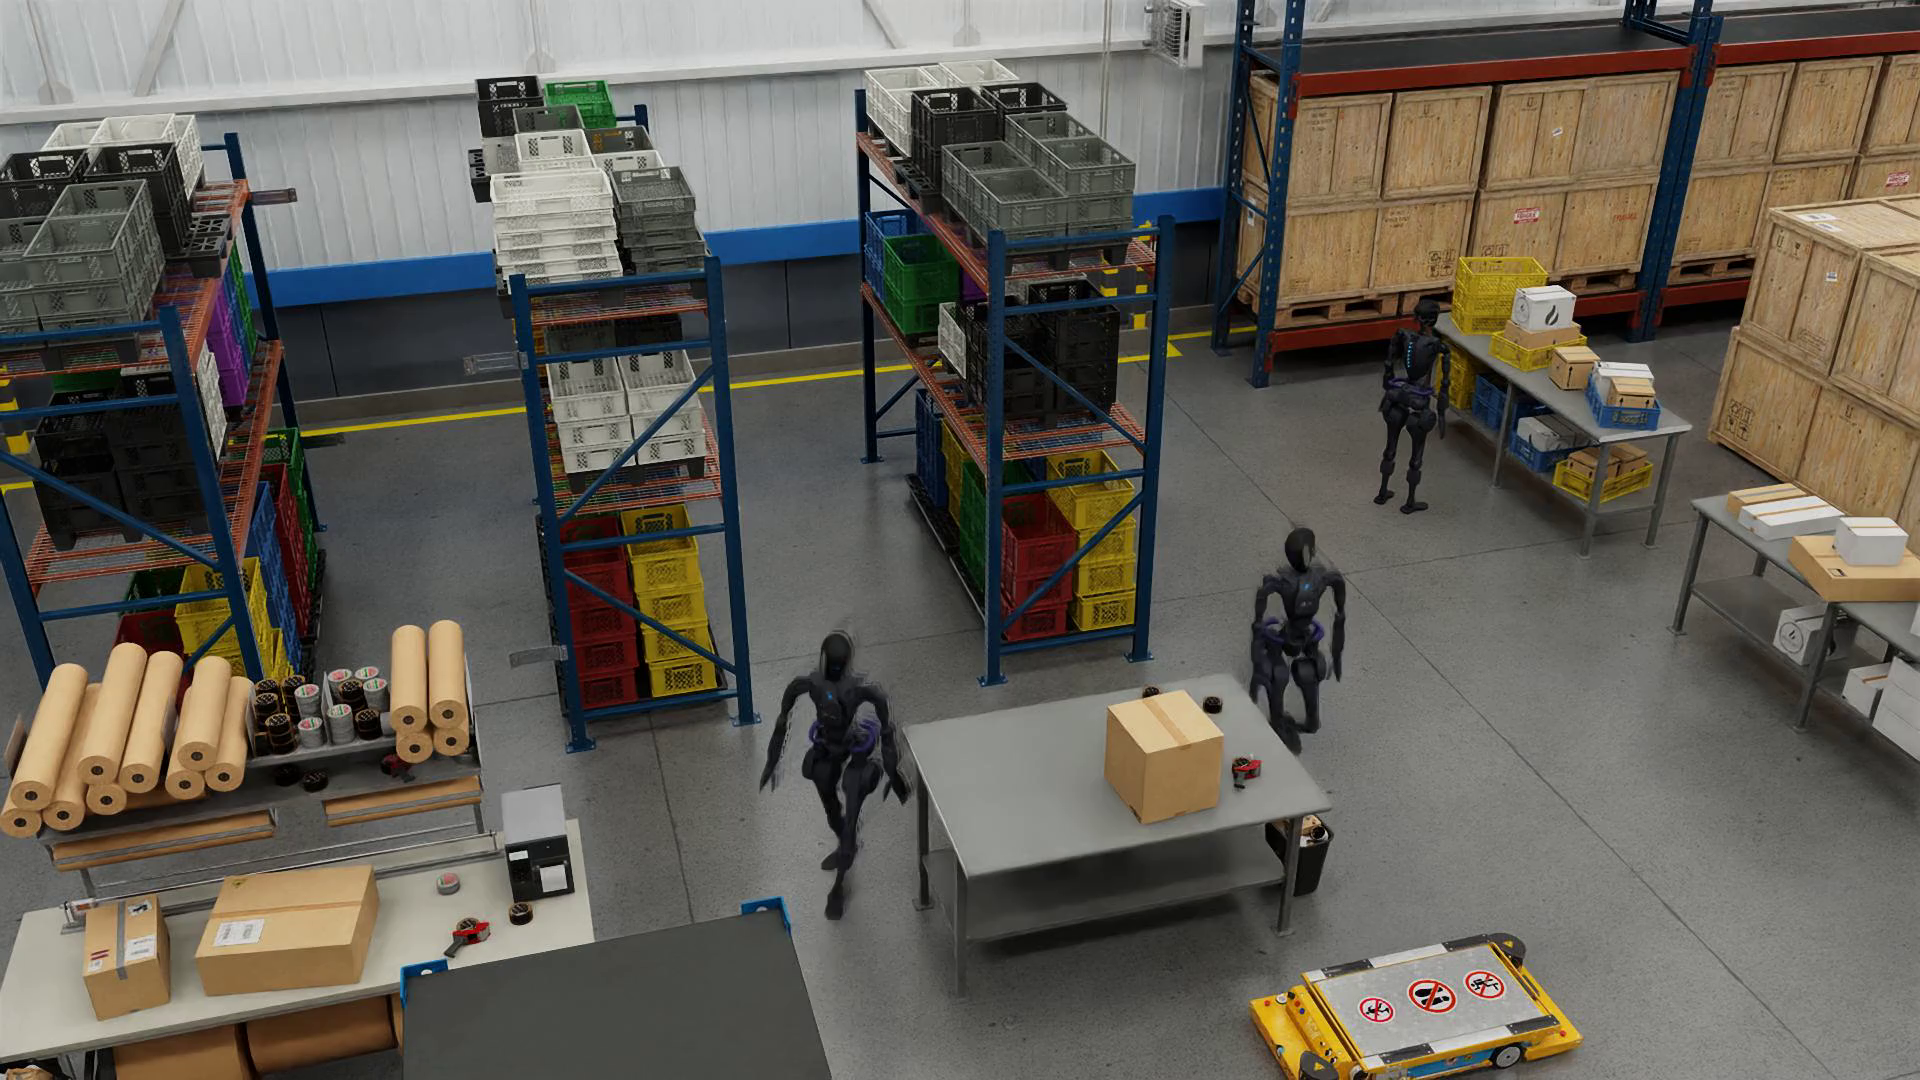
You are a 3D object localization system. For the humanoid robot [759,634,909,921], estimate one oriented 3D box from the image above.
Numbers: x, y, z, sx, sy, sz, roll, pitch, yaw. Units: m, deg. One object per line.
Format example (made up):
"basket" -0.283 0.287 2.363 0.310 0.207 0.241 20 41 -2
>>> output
"humanoid robot" -0.665 1.164 8.608 0.775 1.618 0.720 9 30 15

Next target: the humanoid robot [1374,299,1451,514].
"humanoid robot" 3.402 -1.024 12.547 0.313 1.657 0.601 -23 36 -36

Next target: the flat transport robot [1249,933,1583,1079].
"flat transport robot" 2.184 2.282 7.980 1.431 0.197 0.652 -8 30 -14

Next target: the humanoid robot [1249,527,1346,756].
"humanoid robot" 1.926 0.667 9.489 0.599 1.637 0.502 -3 29 -6
